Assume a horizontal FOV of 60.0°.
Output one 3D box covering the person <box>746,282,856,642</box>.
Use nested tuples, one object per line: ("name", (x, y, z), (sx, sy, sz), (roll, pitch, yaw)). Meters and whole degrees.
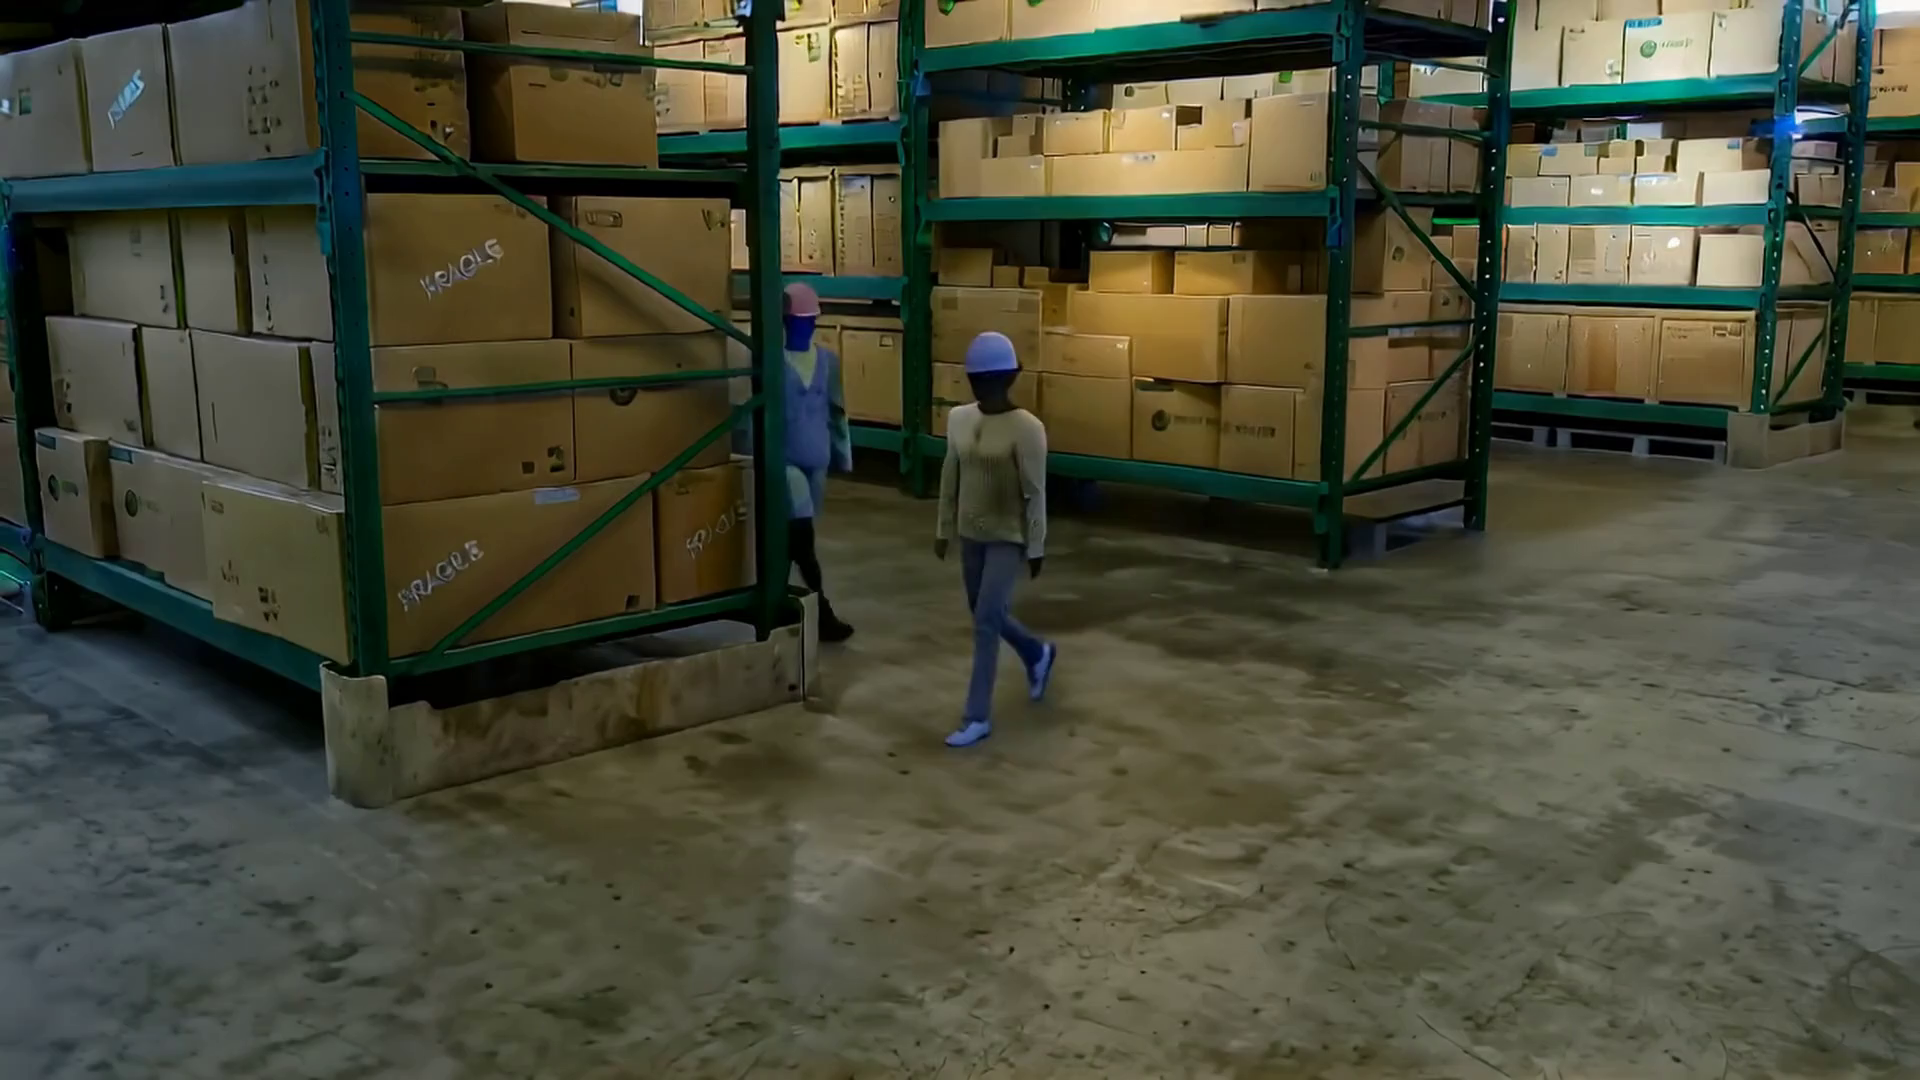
("person", (-0.838, -0.430, 8.921), (0.561, 1.884, 0.980), (-8, 13, -36))

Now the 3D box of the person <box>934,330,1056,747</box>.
("person", (0.191, -0.037, 7.150), (0.524, 1.741, 0.757), (10, 14, 44))
